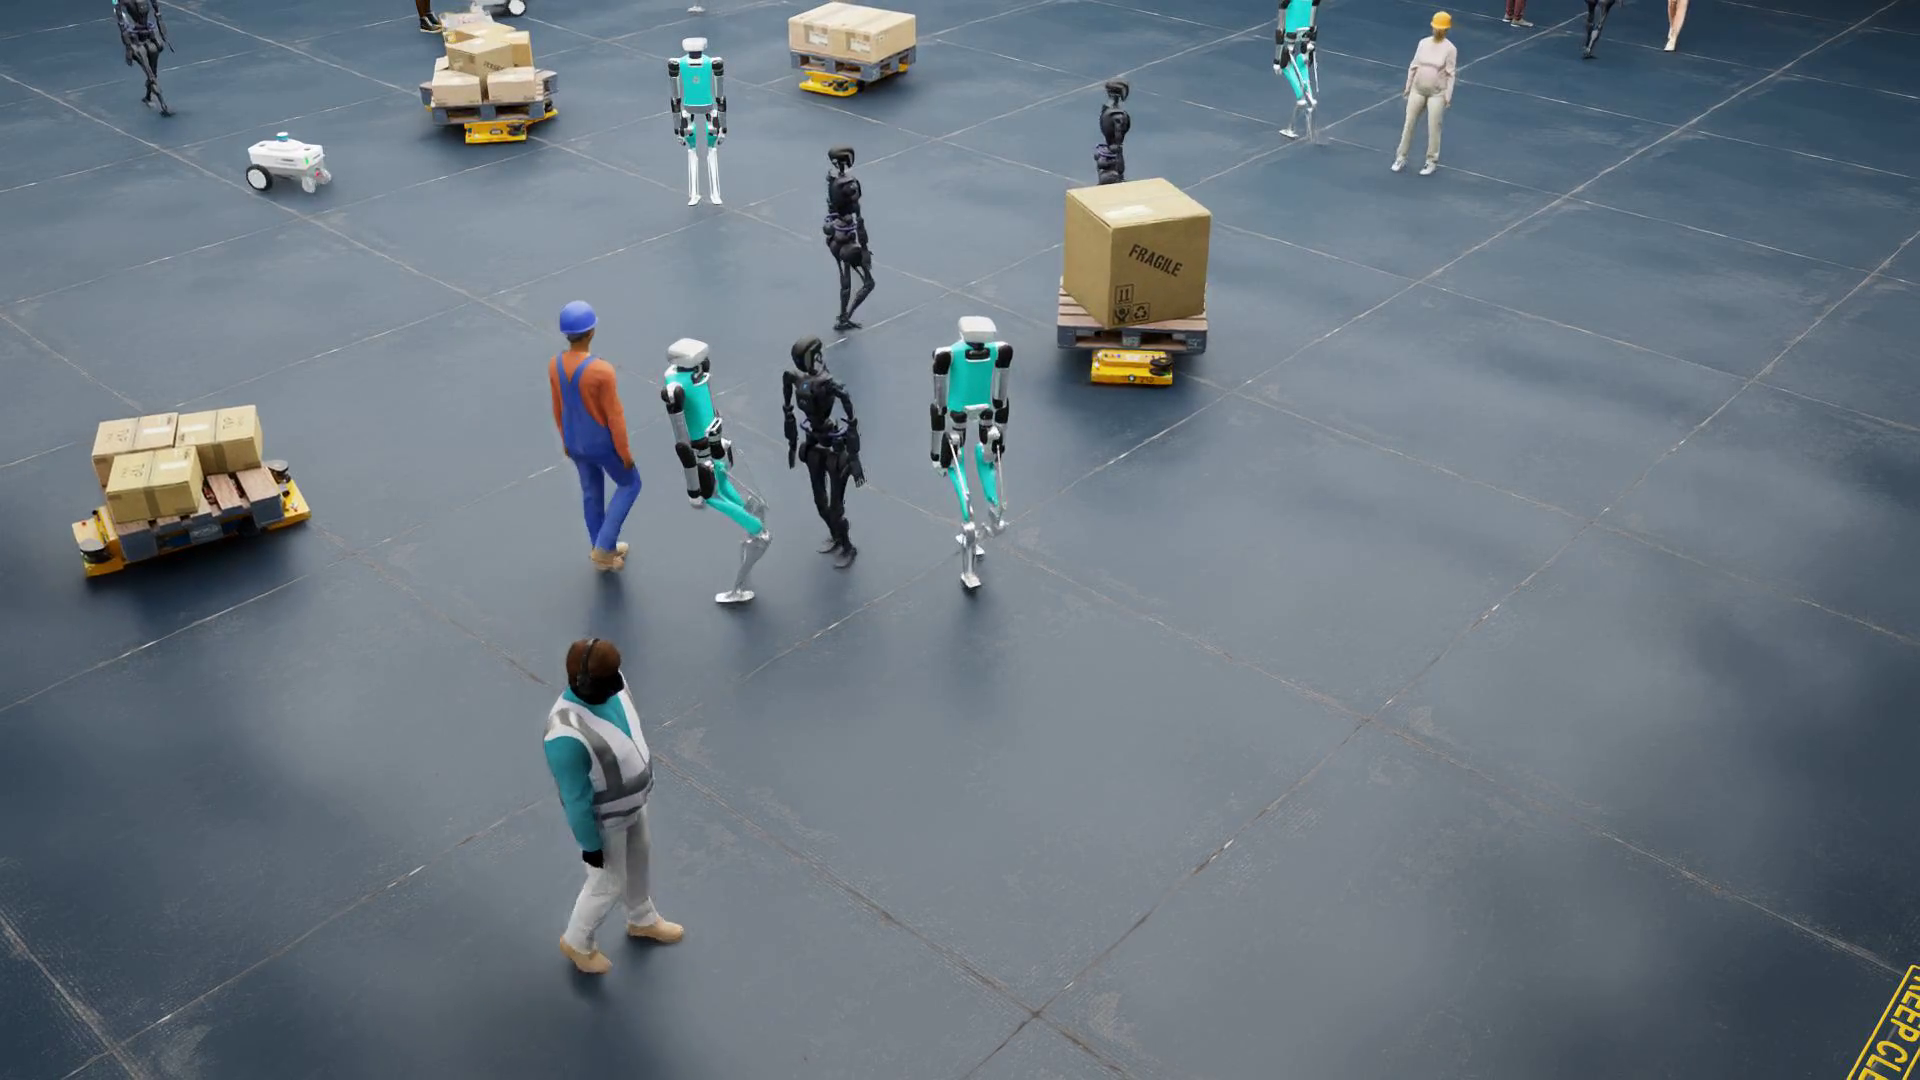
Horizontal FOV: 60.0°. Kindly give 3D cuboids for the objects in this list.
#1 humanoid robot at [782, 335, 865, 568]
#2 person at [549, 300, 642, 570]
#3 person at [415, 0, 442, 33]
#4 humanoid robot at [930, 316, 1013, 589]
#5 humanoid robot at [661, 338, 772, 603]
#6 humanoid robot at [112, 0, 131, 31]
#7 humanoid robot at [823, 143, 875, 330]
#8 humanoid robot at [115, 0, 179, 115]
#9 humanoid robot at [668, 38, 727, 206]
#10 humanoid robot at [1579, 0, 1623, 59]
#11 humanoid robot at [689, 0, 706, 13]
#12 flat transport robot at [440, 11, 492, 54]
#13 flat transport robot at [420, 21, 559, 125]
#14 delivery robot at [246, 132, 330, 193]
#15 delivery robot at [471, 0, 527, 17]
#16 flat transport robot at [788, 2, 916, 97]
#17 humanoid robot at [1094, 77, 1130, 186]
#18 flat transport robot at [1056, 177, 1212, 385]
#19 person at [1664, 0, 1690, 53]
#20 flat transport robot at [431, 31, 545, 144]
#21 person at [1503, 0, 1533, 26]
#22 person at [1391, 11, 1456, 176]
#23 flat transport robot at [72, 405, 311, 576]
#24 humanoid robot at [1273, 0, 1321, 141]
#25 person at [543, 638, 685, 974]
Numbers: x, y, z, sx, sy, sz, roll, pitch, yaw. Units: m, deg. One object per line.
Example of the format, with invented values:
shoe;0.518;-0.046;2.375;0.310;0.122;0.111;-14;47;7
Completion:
humanoid robot;-0.856;-0.601;10.800;0.607;1.634;0.425;18;36;26
person;-2.327;-0.638;10.635;0.544;1.894;0.438;13;34;20
person;-7.146;-7.760;22.050;0.375;1.958;0.603;0;32;1
humanoid robot;0.149;-0.486;10.561;0.580;1.778;0.877;-12;34;-18
humanoid robot;-1.417;-0.361;10.416;0.748;1.865;0.535;7;33;11
humanoid robot;-10.863;-7.251;21.479;0.548;1.831;0.704;-14;34;-21
humanoid robot;-0.954;-2.524;13.886;0.354;1.653;0.600;-18;36;-26
humanoid robot;-9.365;-5.726;19.091;0.776;1.632;0.585;17;36;26
humanoid robot;-2.541;-4.141;16.304;0.533;1.677;0.735;-3;32;-5
humanoid robot;8.163;-6.998;21.135;0.728;1.624;0.613;-26;40;-35
humanoid robot;-3.603;-7.995;22.720;0.745;1.872;0.543;11;33;17
flat transport robot;-6.487;-6.705;21.951;0.659;0.231;1.431;-9;33;-14
flat transport robot;-5.427;-5.033;19.259;1.431;0.231;0.659;18;36;27
delivery robot;-6.950;-3.901;17.170;0.802;0.600;0.499;7;33;11
delivery robot;-6.406;-7.543;23.037;0.802;0.602;0.499;-11;33;-17
flat transport robot;-1.286;-5.735;20.389;0.659;0.231;1.431;18;36;26
humanoid robot;1.398;-3.450;15.381;0.383;1.654;0.603;-2;32;-4
flat transport robot;1.416;-1.692;13.879;0.659;0.231;1.431;3;32;4
person;9.325;-7.303;21.455;0.541;1.807;0.996;15;35;23
flat transport robot;-5.318;-4.817;18.911;0.659;0.231;1.431;-6;32;-10
person;7.628;-7.841;22.325;0.380;1.805;0.552;-6;32;-9
person;4.870;-4.645;17.290;0.501;1.689;0.356;21;37;30
flat transport robot;-5.281;-0.168;11.424;1.431;0.231;0.659;-18;36;-27
humanoid robot;3.771;-5.157;18.180;0.550;1.909;0.722;-15;35;-23
person;-1.642;1.224;7.708;0.510;1.837;0.636;6;32;10
